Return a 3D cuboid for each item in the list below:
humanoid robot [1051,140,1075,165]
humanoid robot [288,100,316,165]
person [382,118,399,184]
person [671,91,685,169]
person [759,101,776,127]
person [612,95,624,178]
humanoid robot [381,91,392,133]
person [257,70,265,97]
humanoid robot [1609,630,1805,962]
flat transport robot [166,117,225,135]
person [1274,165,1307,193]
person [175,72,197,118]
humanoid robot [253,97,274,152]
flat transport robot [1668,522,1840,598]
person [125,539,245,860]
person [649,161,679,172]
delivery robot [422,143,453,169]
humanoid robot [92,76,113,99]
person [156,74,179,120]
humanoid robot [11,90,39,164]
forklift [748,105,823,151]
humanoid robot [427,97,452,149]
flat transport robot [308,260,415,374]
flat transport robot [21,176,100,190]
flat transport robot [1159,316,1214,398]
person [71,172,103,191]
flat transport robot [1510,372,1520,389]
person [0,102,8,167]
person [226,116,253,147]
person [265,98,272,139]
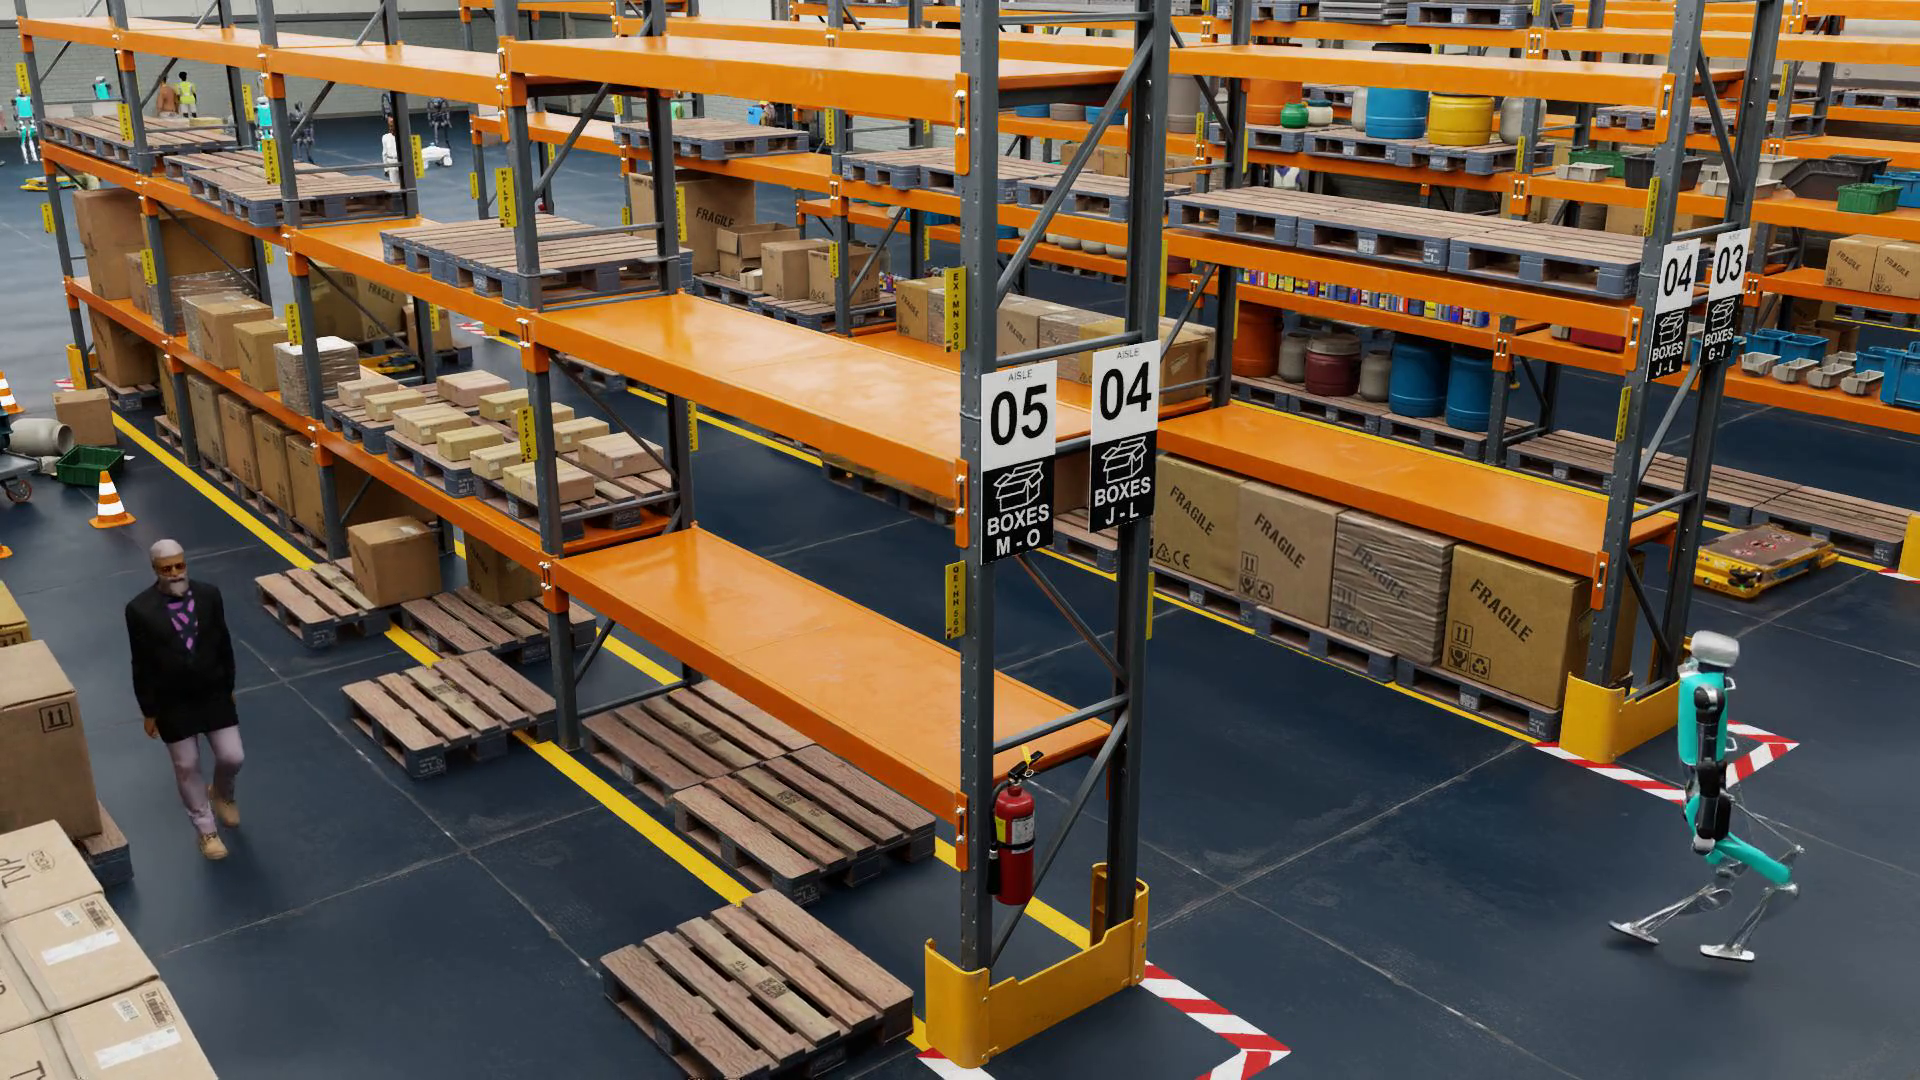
[{"bbox_3d":[2.105,-7.942,34.353,1.056,1.726,0.568,2,19,4],"label":"humanoid robot"},{"bbox_3d":[-15.104,-9.249,38.151,0.610,1.661,0.342,-1,19,-2],"label":"humanoid robot"},{"bbox_3d":[-10.638,-7.026,31.502,0.573,1.882,0.357,2,19,5],"label":"person"},{"bbox_3d":[-6.479,-9.406,38.153,0.388,1.971,0.479,-9,21,-23],"label":"person"},{"bbox_3d":[-4.326,-9.090,37.550,0.401,1.763,0.537,8,21,21],"label":"person"},{"bbox_3d":[-7.633,-9.138,37.505,0.378,1.888,0.565,-7,20,-18],"label":"person"},{"bbox_3d":[-14.793,-11.093,43.362,0.599,1.657,0.315,0,19,-1],"label":"humanoid robot"},{"bbox_3d":[-19.875,-12.705,47.675,0.395,1.874,0.501,9,21,25],"label":"person"},{"bbox_3d":[3.715,1.305,8.019,0.901,1.775,0.542,5,20,15],"label":"humanoid robot"},{"bbox_3d":[-19.034,-9.672,41.463,0.659,0.231,1.431,-15,24,-36],"label":"flat transport robot"},{"bbox_3d":[5.375,-5.510,27.294,0.750,1.818,0.506,5,20,14],"label":"person"},{"bbox_3d":[-21.765,-12.324,46.856,0.529,1.693,0.321,-12,23,-31],"label":"person"},{"bbox_3d":[-15.785,-9.128,37.686,0.675,1.798,0.534,18,26,42],"label":"humanoid robot"},{"bbox_3d":[6.456,0.158,13.486,1.431,0.231,0.659,-14,24,-34],"label":"flat transport robot"},{"bbox_3d":[-4.202,0.874,9.078,0.539,1.841,0.440,-14,24,-35],"label":"person"},{"bbox_3d":[-4.972,-5.938,28.282,0.601,1.962,0.367,10,22,27],"label":"person"},{"bbox_3d":[-12.441,-9.085,39.385,0.814,0.611,0.499,-15,24,-36],"label":"delivery robot"},{"bbox_3d":[-22.550,-11.389,44.249,0.539,1.868,0.737,4,20,12],"label":"humanoid robot"},{"bbox_3d":[-20.873,-11.354,43.874,0.553,1.840,0.798,5,20,14],"label":"person"},{"bbox_3d":[-22.452,-9.877,39.989,0.535,1.889,0.765,-16,25,-38],"label":"humanoid robot"},{"bbox_3d":[-4.526,-11.368,42.374,1.129,2.768,1.873,-15,24,-37],"label":"forklift"},{"bbox_3d":[-13.191,-10.649,42.220,0.595,1.655,0.771,-1,19,-2],"label":"humanoid robot"},{"bbox_3d":[-7.299,-2.219,20.251,1.431,0.231,0.659,18,26,41],"label":"flat transport robot"},{"bbox_3d":[-19.454,-7.743,35.972,0.659,0.231,1.431,9,21,24],"label":"flat transport robot"},{"bbox_3d":[2.118,-1.728,18.855,0.659,0.231,1.431,-15,24,-37],"label":"flat transport robot"},{"bbox_3d":[-16.135,-6.732,30.661,0.575,1.884,0.479,0,19,0],"label":"person"},{"bbox_3d":[5.766,-1.954,19.498,0.659,0.231,1.431,-14,24,-34],"label":"flat transport robot"},{"bbox_3d":[-22.811,-9.805,39.238,0.971,1.992,0.637,13,23,33],"label":"person"},{"bbox_3d":[-15.951,-8.839,36.908,0.851,1.710,0.588,10,22,26],"label":"person"},{"bbox_3d":[-16.476,-9.964,39.880,0.496,1.883,0.943,-2,19,-5],"label":"person"}]
